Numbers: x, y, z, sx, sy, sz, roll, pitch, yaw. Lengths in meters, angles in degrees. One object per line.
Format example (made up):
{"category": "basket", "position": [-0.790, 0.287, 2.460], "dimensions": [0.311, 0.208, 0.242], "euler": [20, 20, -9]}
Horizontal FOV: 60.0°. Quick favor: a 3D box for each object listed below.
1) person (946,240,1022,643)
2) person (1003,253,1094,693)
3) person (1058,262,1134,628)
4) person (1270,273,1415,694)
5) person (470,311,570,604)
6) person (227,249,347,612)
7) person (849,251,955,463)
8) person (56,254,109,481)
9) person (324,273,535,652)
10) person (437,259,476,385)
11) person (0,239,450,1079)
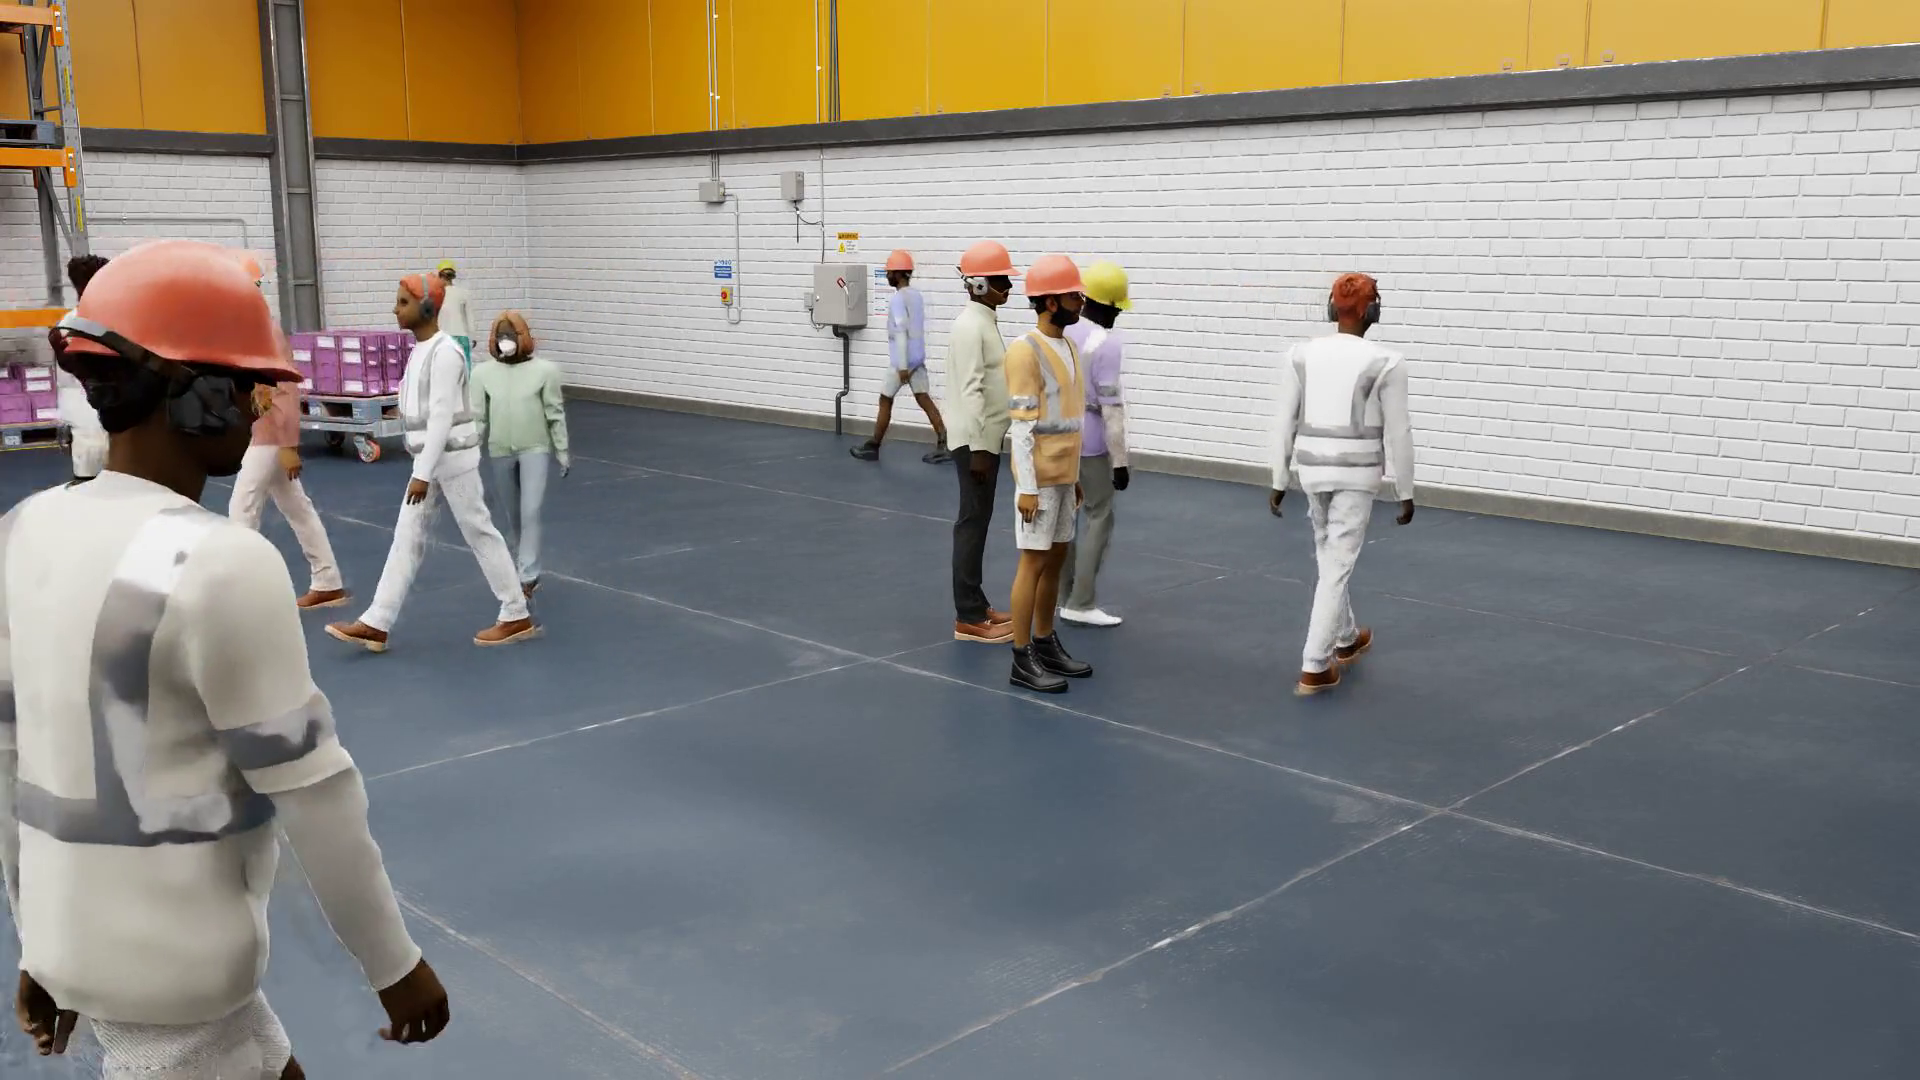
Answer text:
{"category": "person", "position": [0.116, -0.494, 8.361], "dimensions": [0.379, 1.996, 0.611], "euler": [1, 10, 5]}
{"category": "person", "position": [0.410, -0.299, 7.443], "dimensions": [0.345, 1.940, 0.551], "euler": [5, 12, 27]}
{"category": "person", "position": [0.616, -0.483, 8.627], "dimensions": [0.399, 1.884, 0.633], "euler": [-8, 13, -39]}
{"category": "person", "position": [1.788, -0.268, 7.511], "dimensions": [0.612, 1.848, 0.899], "euler": [9, 14, 41]}
{"category": "person", "position": [-2.452, -0.439, 9.114], "dimensions": [0.531, 1.596, 0.821], "euler": [0, 10, 2]}
{"category": "person", "position": [-3.746, -0.532, 8.708], "dimensions": [1.008, 1.937, 0.645], "euler": [-7, 12, -32]}
{"category": "person", "position": [-0.493, -1.616, 14.786], "dimensions": [1.022, 1.886, 0.562], "euler": [5, 11, 23]}
{"category": "person", "position": [-5.079, -0.740, 9.934], "dimensions": [0.977, 1.910, 0.614], "euler": [-8, 13, -36]}
{"category": "person", "position": [-2.557, -0.352, 8.028], "dimensions": [0.999, 1.835, 0.573], "euler": [-7, 12, -33]}
{"category": "person", "position": [-5.813, -2.332, 19.020], "dimensions": [0.542, 1.748, 0.575], "euler": [-4, 11, -20]}
{"category": "person", "position": [-1.070, 0.573, 2.495], "dimensions": [0.607, 2.006, 0.804], "euler": [9, 14, 40]}
